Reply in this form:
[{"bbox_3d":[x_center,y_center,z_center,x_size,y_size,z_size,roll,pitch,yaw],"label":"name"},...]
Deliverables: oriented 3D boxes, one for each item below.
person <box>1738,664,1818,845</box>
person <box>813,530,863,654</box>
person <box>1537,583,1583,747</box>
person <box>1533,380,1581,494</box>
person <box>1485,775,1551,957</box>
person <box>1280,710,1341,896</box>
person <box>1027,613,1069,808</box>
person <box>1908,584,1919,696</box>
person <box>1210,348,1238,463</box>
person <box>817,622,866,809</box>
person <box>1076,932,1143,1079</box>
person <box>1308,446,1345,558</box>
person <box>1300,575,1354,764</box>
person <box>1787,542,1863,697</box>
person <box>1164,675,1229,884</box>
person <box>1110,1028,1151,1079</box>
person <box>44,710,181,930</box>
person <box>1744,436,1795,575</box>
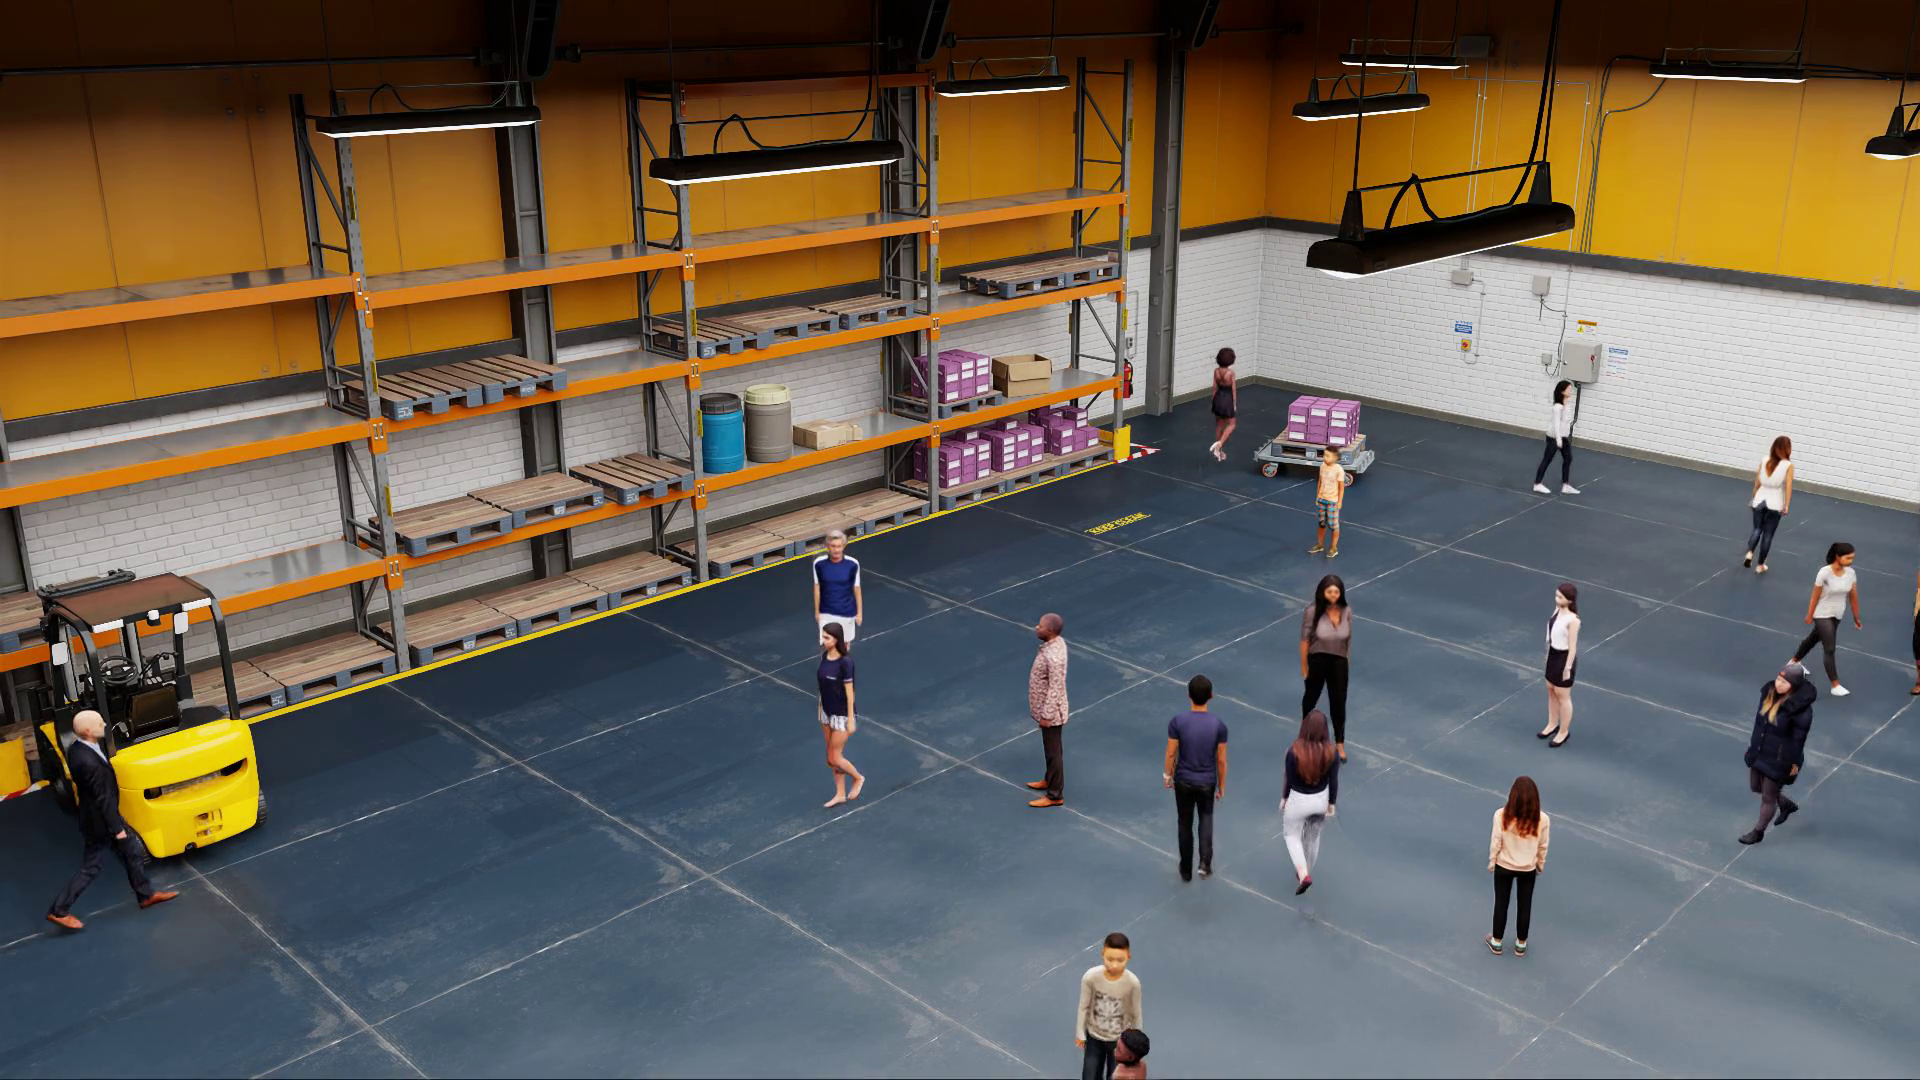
[{"bbox_3d":[7.022,1.815,14.196,0.993,1.663,0.884,-6,19,-16],"label":"person"},{"bbox_3d":[-1.267,0.740,17.205,1.197,1.780,1.215,-1,19,-4],"label":"person"},{"bbox_3d":[5.814,1.195,16.060,0.690,1.650,0.670,-4,19,-13],"label":"person"},{"bbox_3d":[8.518,-1.479,23.960,0.751,1.675,0.828,14,23,36],"label":"person"},{"bbox_3d":[4.210,2.453,12.583,0.647,1.484,0.678,3,19,10],"label":"person"},{"bbox_3d":[2.796,2.144,13.329,0.881,1.594,0.929,-1,19,-3],"label":"person"},{"bbox_3d":[0.823,1.498,14.911,0.827,1.808,0.758,1,19,2],"label":"person"},{"bbox_3d":[10.096,0.834,17.159,0.956,1.632,0.865,-6,20,-17],"label":"person"},{"bbox_3d":[3.991,-2.039,25.466,0.588,1.775,0.755,16,24,39],"label":"person"},{"bbox_3d":[-1.021,1.547,14.843,0.684,1.758,0.637,-14,23,-36],"label":"person"},{"bbox_3d":[0.950,3.125,10.628,0.681,1.458,0.730,2,19,5],"label":"person"},{"bbox_3d":[4.767,-0.519,21.447,0.477,1.460,0.523,-17,25,-41],"label":"person"},{"bbox_3d":[3.455,1.168,15.901,1.102,1.801,1.141,-1,19,-3],"label":"person"},{"bbox_3d":[9.008,0.778,17.387,1.146,1.593,1.027,-6,19,-16],"label":"person"},{"bbox_3d":[1.906,1.994,13.484,0.814,1.779,0.872,1,19,2],"label":"person"},{"bbox_3d":[1.064,3.471,9.956,0.793,1.231,0.829,6,19,17],"label":"person"},{"bbox_3d":[-6.766,2.192,12.899,1.269,1.777,0.916,-9,21,-26],"label":"person"},{"bbox_3d":[9.994,-0.413,20.636,0.693,1.777,0.620,-17,25,-41],"label":"person"}]
